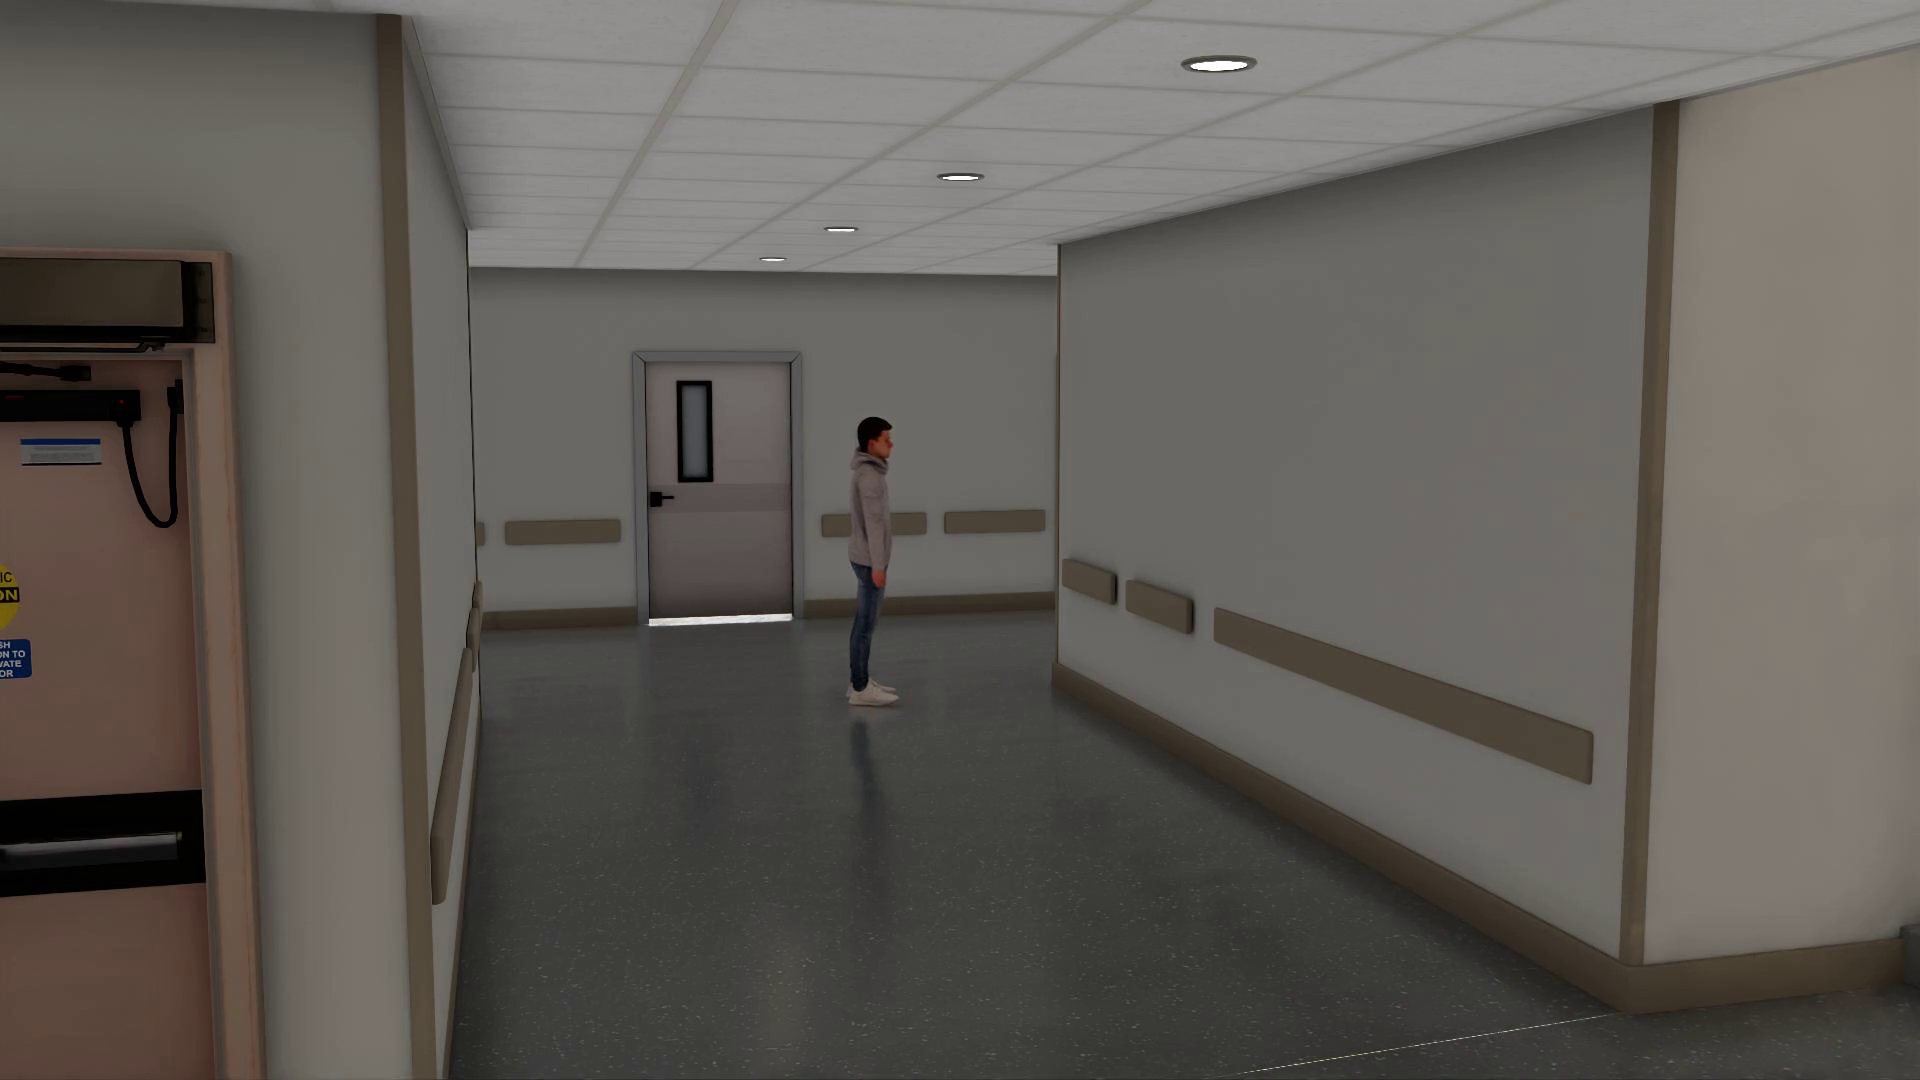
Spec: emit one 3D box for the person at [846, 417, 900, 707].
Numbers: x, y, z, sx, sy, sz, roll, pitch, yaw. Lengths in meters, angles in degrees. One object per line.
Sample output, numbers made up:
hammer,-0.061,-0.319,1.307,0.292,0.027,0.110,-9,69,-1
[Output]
person,-0.589,0.125,10.773,0.634,1.851,0.713,0,6,-5
